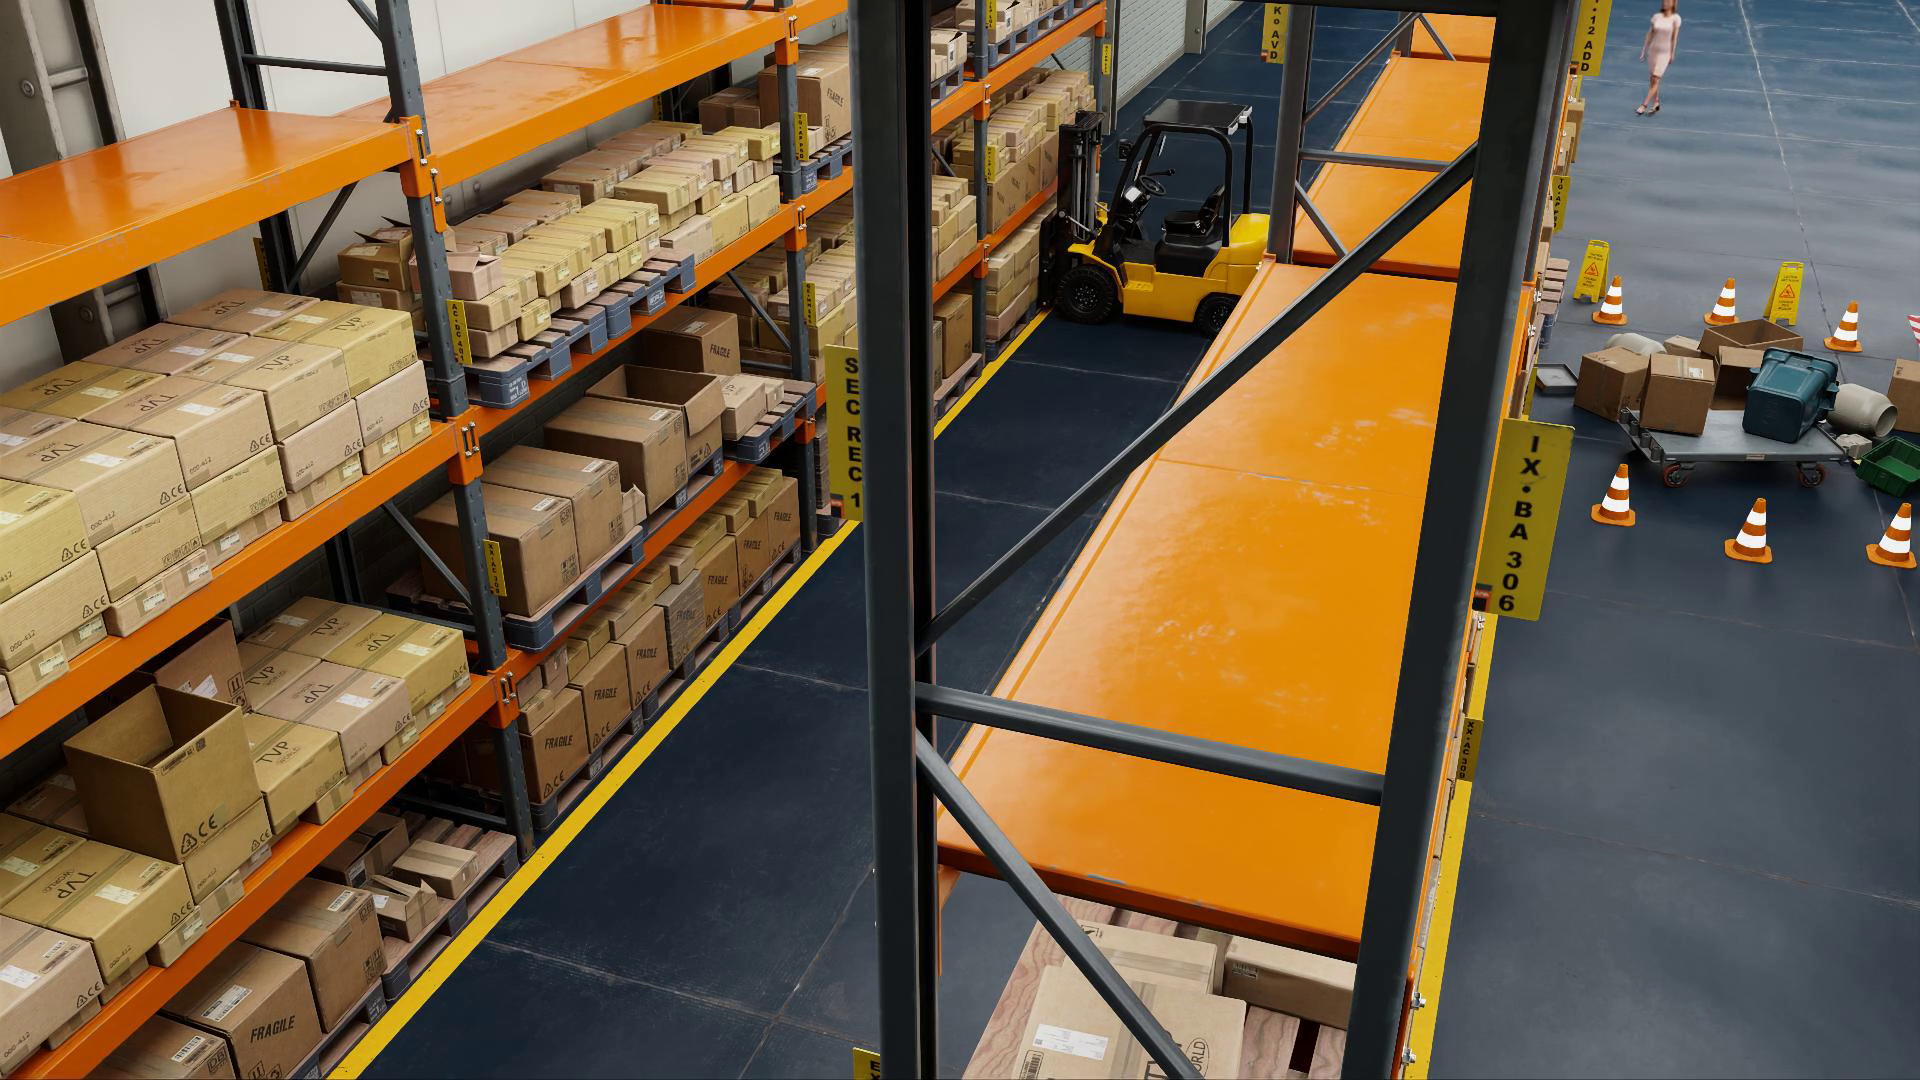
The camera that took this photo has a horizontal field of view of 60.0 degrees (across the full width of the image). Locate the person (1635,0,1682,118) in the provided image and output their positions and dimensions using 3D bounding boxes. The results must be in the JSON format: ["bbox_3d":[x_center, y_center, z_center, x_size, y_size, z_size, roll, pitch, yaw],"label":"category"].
[{"bbox_3d":[10.474,-7.223,24.829,1.188,1.787,0.912,-24,36,-38],"label":"person"}]
